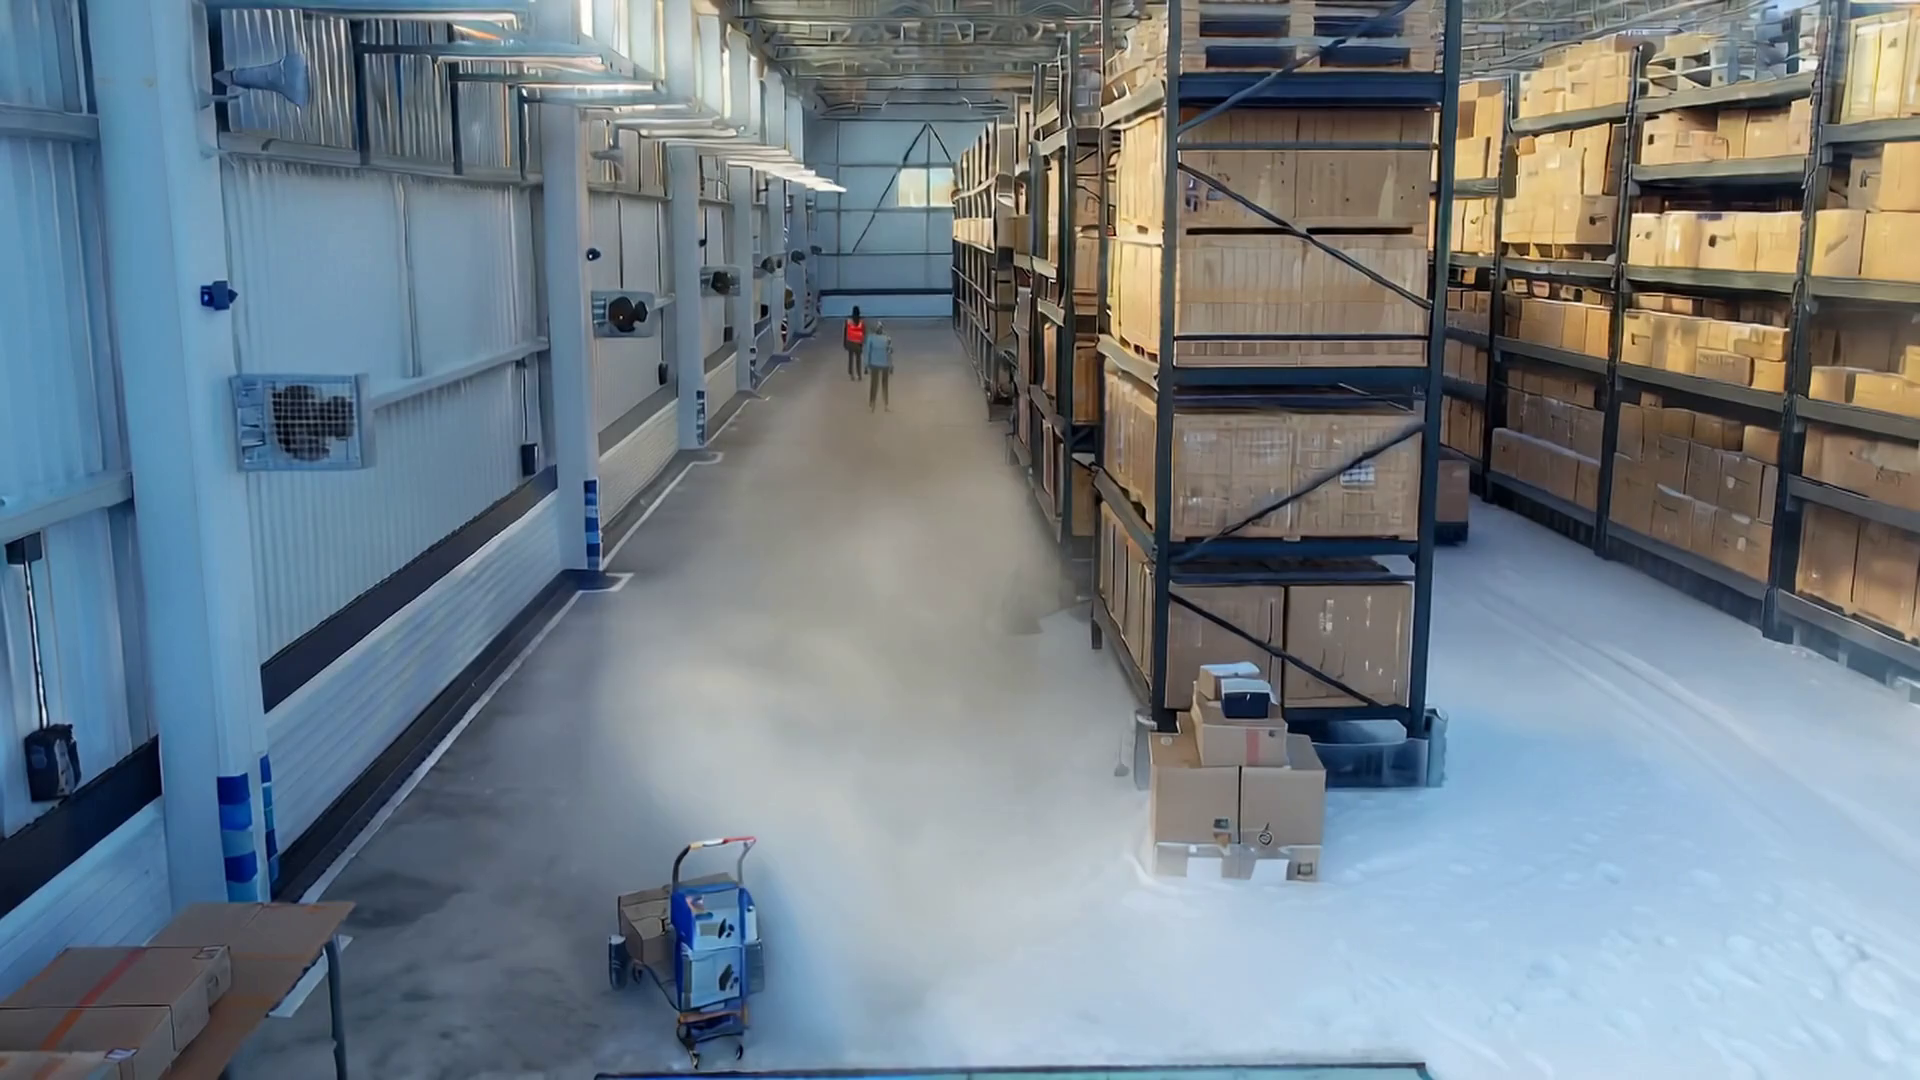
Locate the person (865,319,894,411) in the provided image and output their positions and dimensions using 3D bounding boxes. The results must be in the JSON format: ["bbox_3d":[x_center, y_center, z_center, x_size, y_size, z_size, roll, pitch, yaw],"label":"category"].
[{"bbox_3d":[-1.722,-3.745,35.674,0.621,1.986,0.411,-2,11,-11],"label":"person"}]

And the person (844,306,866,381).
[{"bbox_3d":[-2.689,-5.033,42.575,0.589,1.911,0.387,-7,13,-34],"label":"person"}]

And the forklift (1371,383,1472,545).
[{"bbox_3d":[5.468,-1.396,21.114,1.873,2.768,1.129,0,11,1],"label":"forklift"}]
